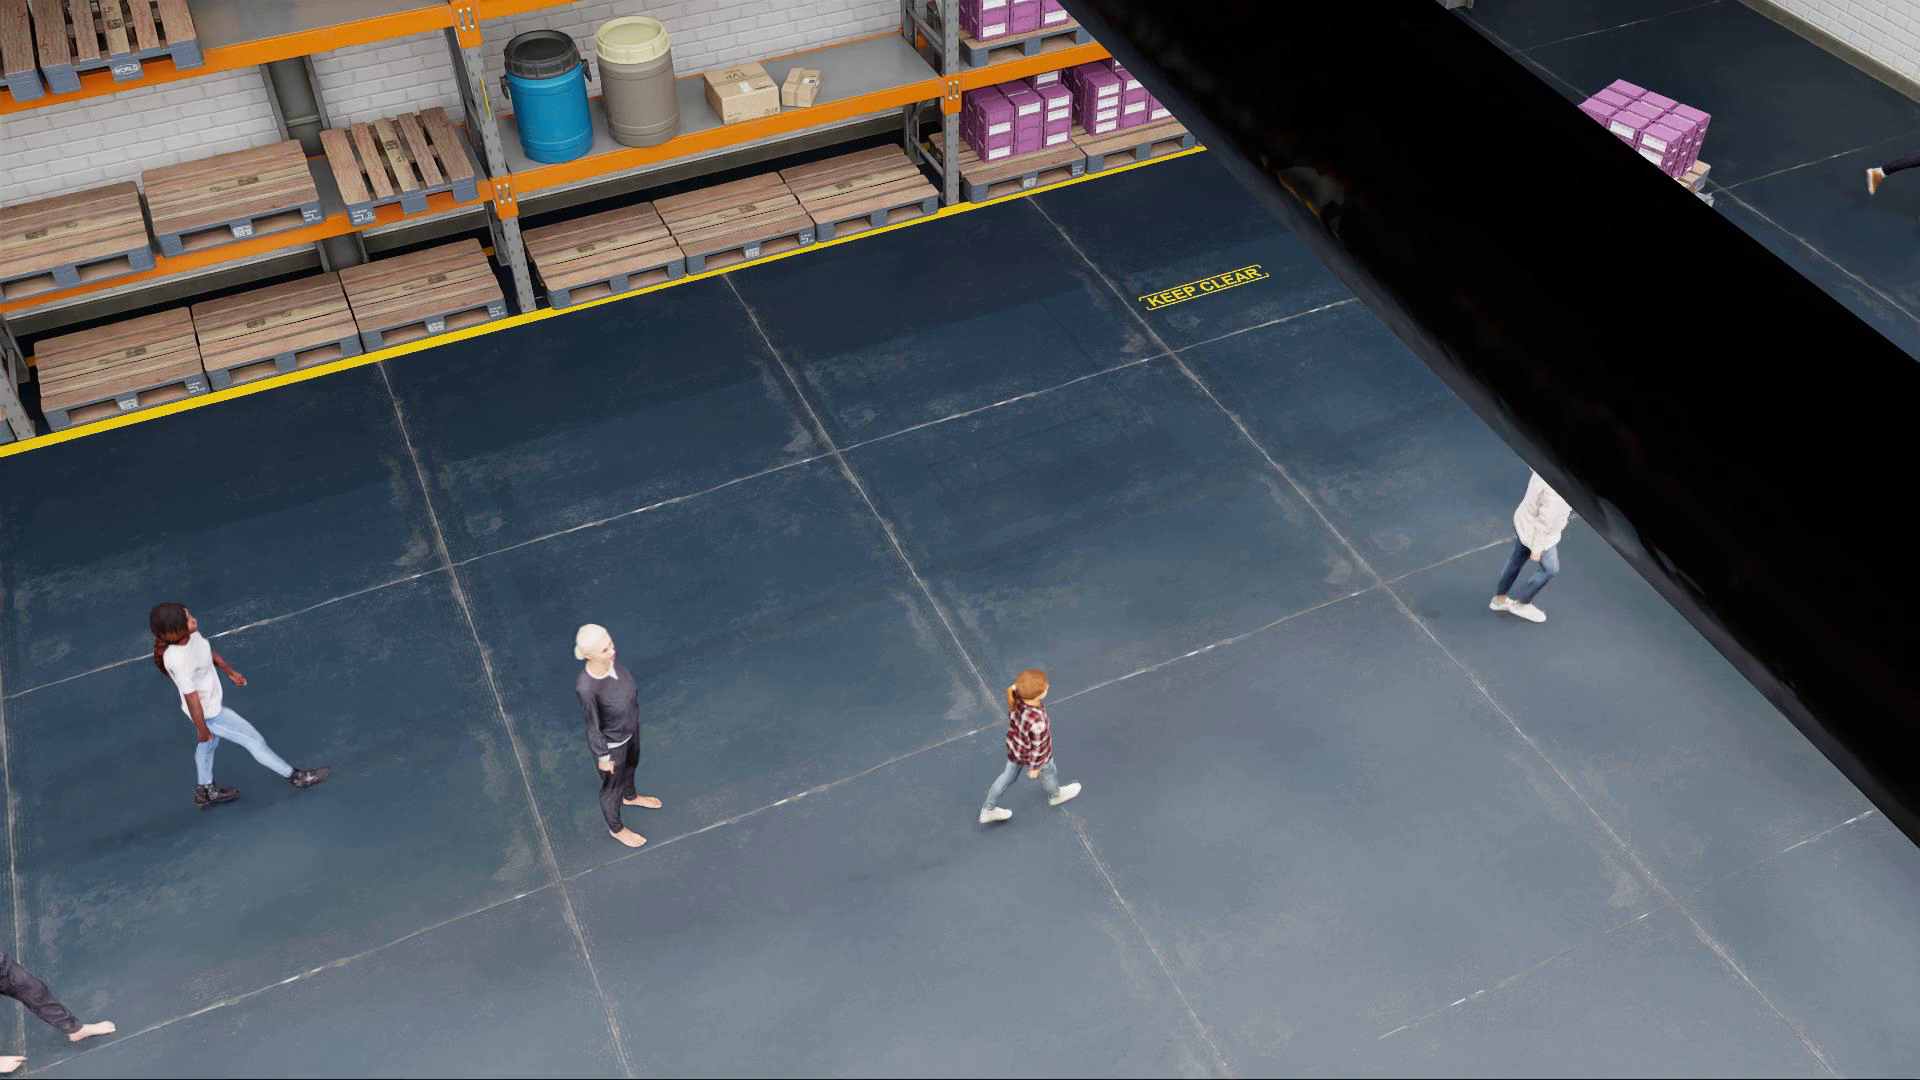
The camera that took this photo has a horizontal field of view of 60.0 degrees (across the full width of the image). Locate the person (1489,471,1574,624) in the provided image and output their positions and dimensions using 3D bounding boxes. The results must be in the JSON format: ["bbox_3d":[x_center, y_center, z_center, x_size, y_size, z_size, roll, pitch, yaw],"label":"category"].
[{"bbox_3d":[3.794,-0.101,11.129,0.789,1.629,0.764,5,44,5],"label":"person"}]

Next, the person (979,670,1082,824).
[{"bbox_3d":[0.351,1.259,9.957,0.907,1.277,0.550,-19,47,-19],"label":"person"}]

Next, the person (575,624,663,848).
[{"bbox_3d":[-2.044,1.107,9.792,0.719,1.726,0.689,9,44,9],"label":"person"}]

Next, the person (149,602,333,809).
[{"bbox_3d":[-4.562,1.017,9.914,1.042,1.687,0.586,-17,46,-17],"label":"person"}]
